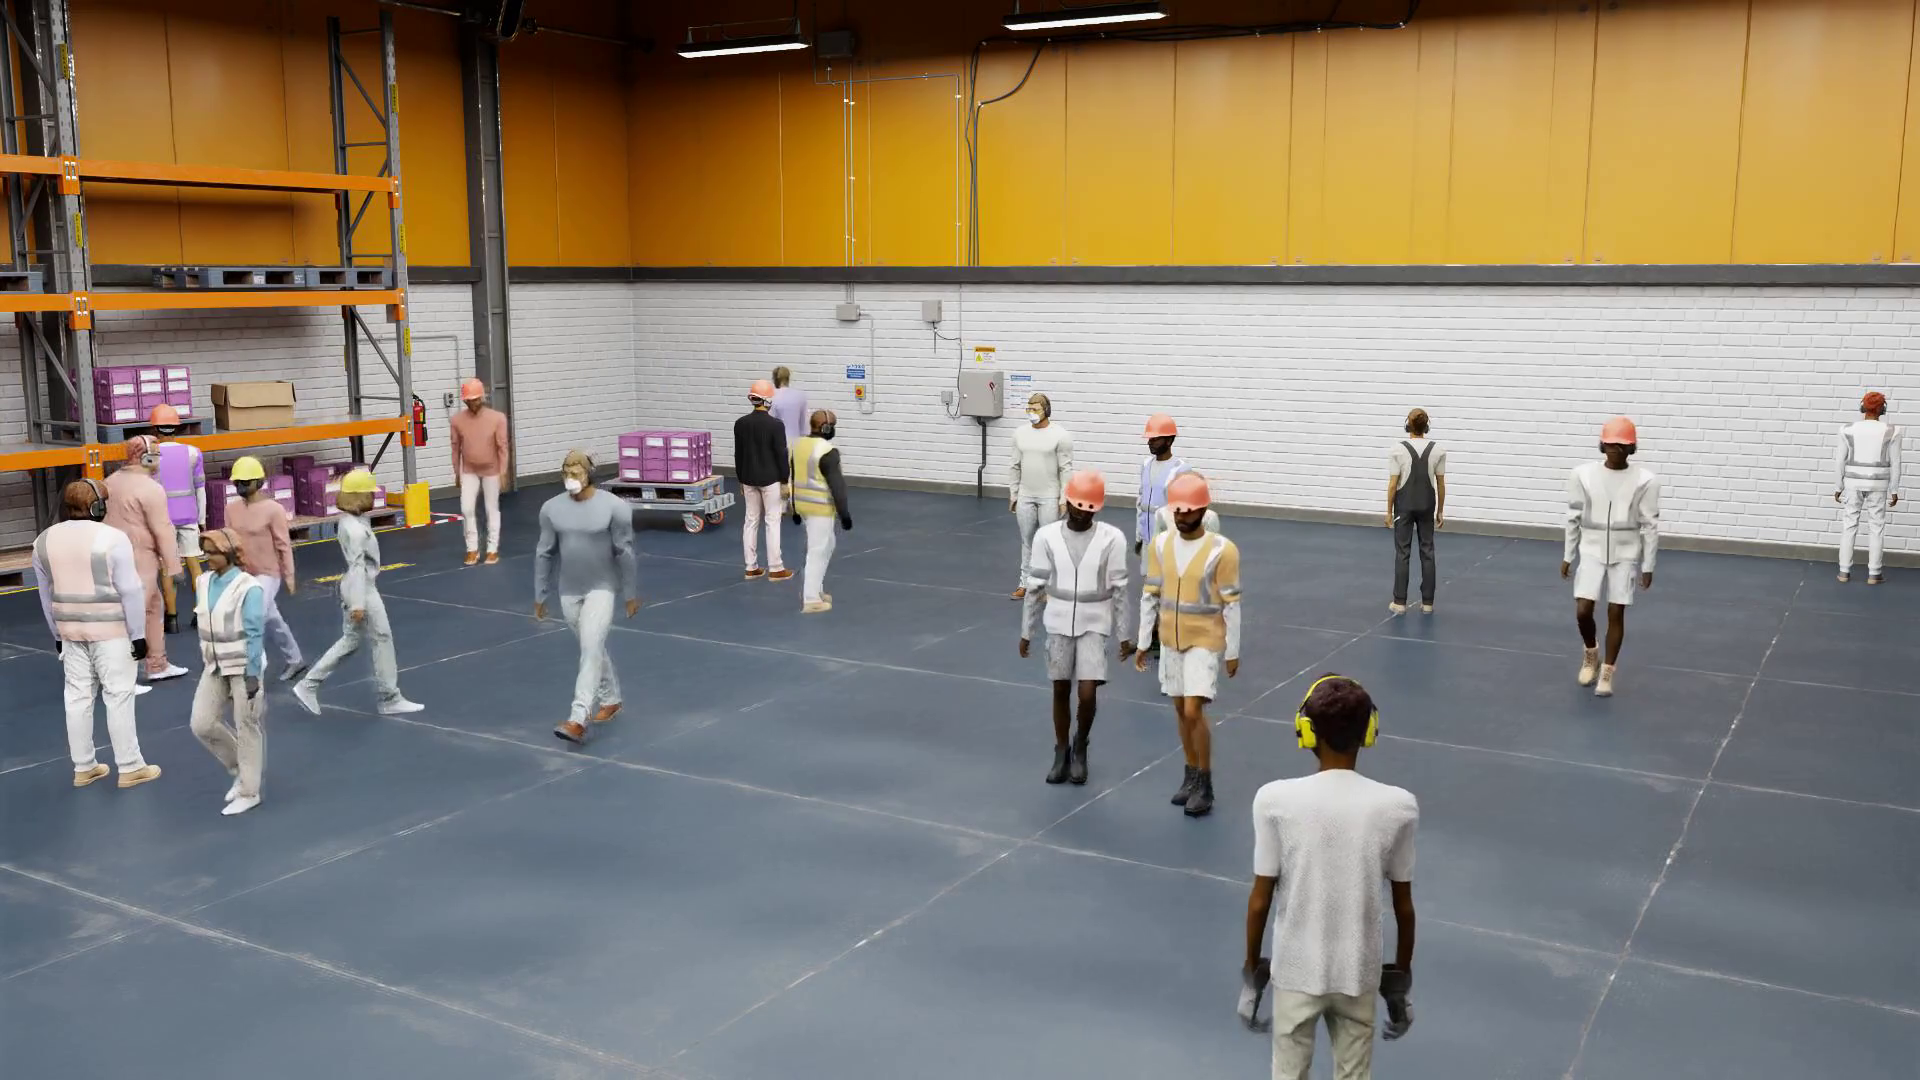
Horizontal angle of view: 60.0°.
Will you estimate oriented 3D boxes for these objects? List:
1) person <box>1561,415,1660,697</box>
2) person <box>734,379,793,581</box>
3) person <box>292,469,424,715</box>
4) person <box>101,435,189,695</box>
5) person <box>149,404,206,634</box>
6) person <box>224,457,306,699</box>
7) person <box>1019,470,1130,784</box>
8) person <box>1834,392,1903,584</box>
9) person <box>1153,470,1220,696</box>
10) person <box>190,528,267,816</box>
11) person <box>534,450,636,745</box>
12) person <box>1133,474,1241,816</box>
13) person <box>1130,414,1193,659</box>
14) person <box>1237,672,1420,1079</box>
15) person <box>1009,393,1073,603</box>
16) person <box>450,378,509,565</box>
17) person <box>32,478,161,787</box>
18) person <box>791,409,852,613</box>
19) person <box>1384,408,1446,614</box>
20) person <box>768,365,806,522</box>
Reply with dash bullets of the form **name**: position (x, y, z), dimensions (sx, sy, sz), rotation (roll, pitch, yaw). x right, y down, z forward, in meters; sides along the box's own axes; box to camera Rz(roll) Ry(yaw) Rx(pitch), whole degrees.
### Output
- **person**: position (4.640, 0.122, 11.894), dimensions (0.644, 2.029, 0.423), rotation (4, 10, 25)
- **person**: position (-1.940, -0.587, 16.425), dimensions (0.611, 1.995, 0.375), rotation (5, 10, 27)
- **person**: position (-4.135, 0.366, 11.322), dimensions (0.777, 1.718, 0.487), rotation (-5, 10, -28)
- **person**: position (-5.889, 0.178, 12.055), dimensions (0.651, 1.869, 0.818), rotation (7, 11, 37)
- **person**: position (-6.655, -0.177, 14.045), dimensions (0.548, 1.937, 0.379), rotation (-9, 13, -43)
- **person**: position (-5.104, 0.247, 12.074), dimensions (0.538, 1.715, 0.933), rotation (4, 10, 22)
- **person**: position (0.668, 0.526, 9.765), dimensions (0.657, 1.900, 0.513), rotation (2, 9, 11)
- **person**: position (8.885, -0.510, 16.297), dimensions (0.576, 1.883, 0.354), rotation (6, 11, 34)
- **person**: position (1.616, 0.319, 11.888), dimensions (0.523, 1.636, 0.310), rotation (5, 10, 29)
- **person**: position (-4.082, 0.735, 9.298), dimensions (0.539, 1.623, 0.372), rotation (4, 10, 26)
- **person**: position (-2.485, 0.361, 10.851), dimensions (0.649, 1.880, 1.028), rotation (2, 9, 14)
- **person**: position (1.260, 0.584, 9.351), dimensions (0.551, 1.913, 0.606), rotation (8, 12, 41)
- **person**: position (1.576, -0.028, 13.118), dimensions (0.356, 1.937, 0.552), rotation (-7, 12, -38)
- **person**: position (1.106, 1.318, 4.992), dimensions (0.535, 1.849, 0.390), rotation (0, 9, 1)
- **person**: position (0.730, -0.387, 15.353), dimensions (0.636, 1.939, 0.362), rotation (5, 10, 30)
- **person**: position (-4.975, -0.700, 17.257), dimensions (0.621, 1.958, 0.597), rotation (-1, 9, -5)
- **person**: position (-5.082, 0.549, 9.816), dimensions (0.627, 1.844, 0.429), rotation (1, 9, 8)
- **person**: position (-1.227, -0.257, 14.916), dimensions (0.549, 1.824, 0.645), rotation (-5, 11, -30)
- **person**: position (4.048, -0.252, 14.804), dimensions (0.514, 1.844, 0.327), rotation (0, 9, 2)
- **person**: position (-2.119, -1.170, 20.314), dimensions (0.740, 1.918, 0.646), rotation (8, 12, 40)
